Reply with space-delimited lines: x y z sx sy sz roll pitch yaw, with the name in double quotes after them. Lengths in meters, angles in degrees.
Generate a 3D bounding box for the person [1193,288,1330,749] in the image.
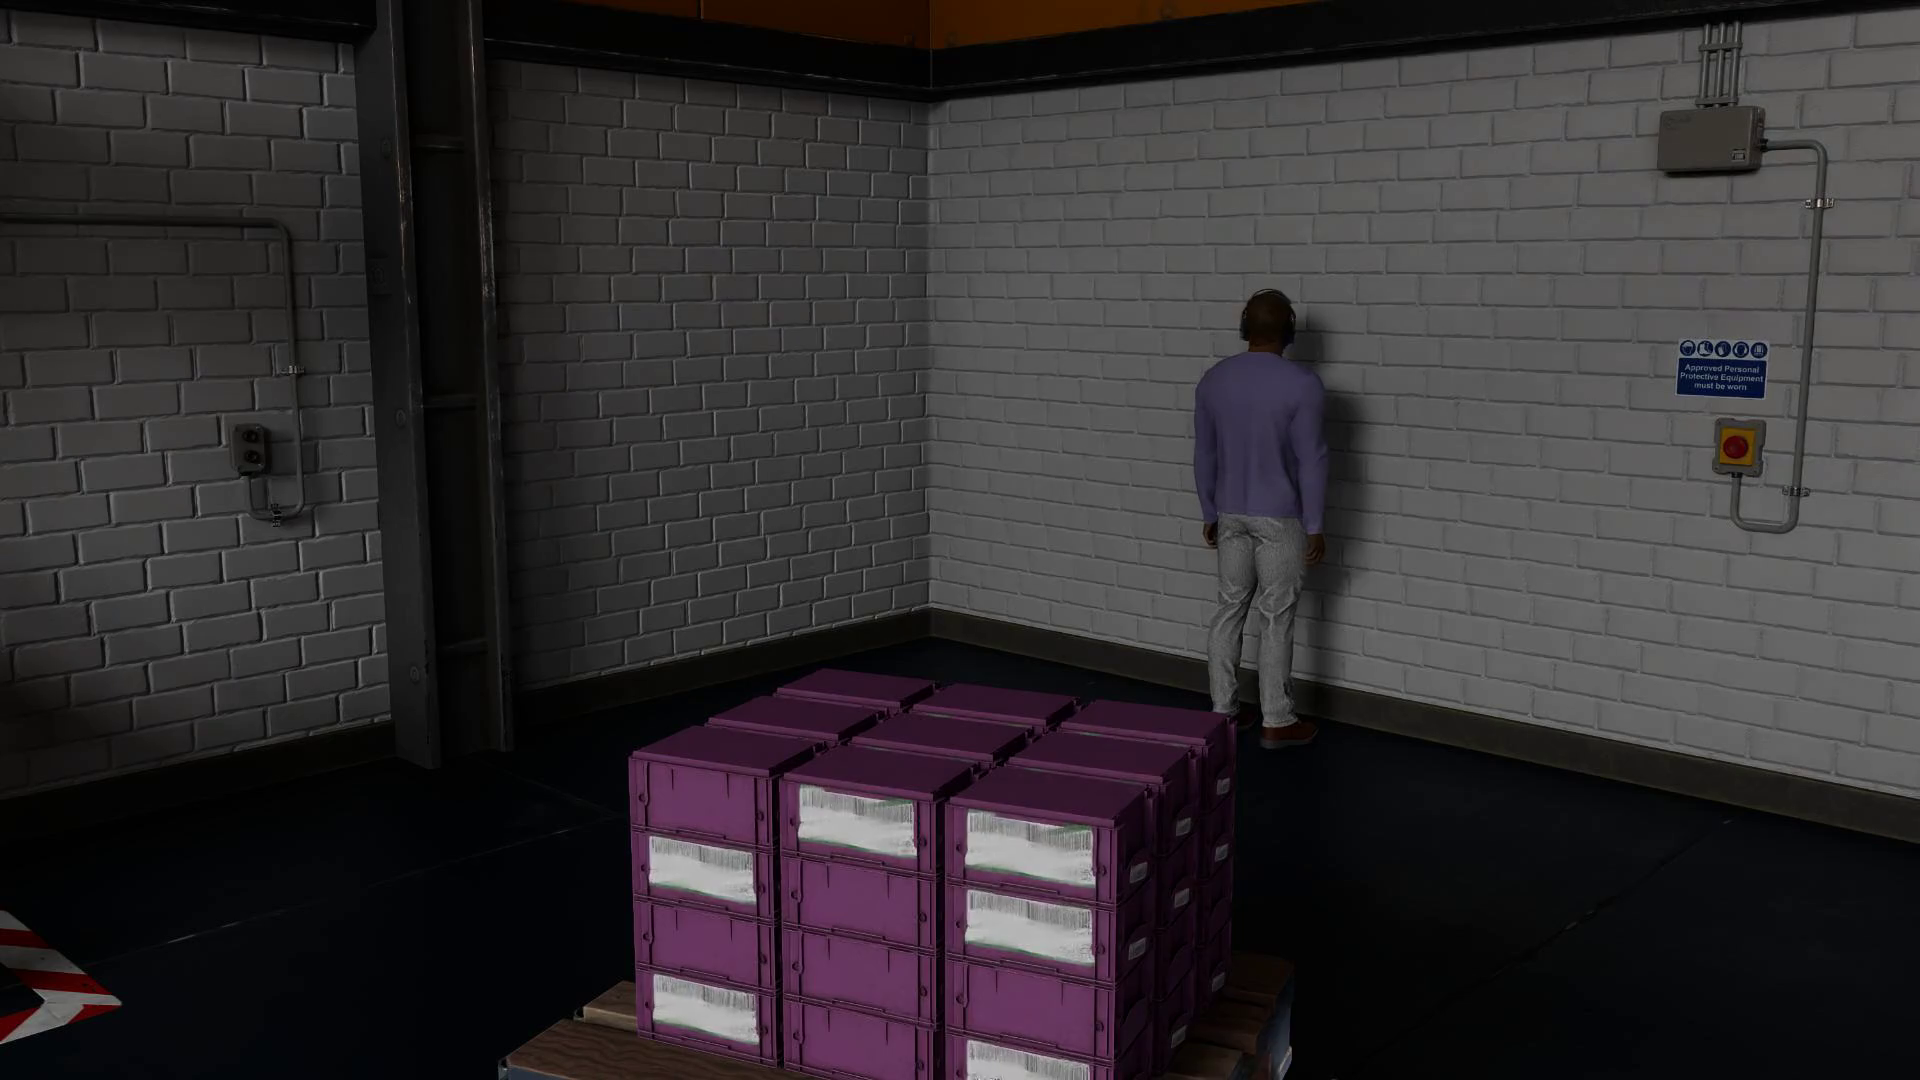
1.283 -0.089 7.067 0.358 1.938 0.636 -9 13 -44 "person"
